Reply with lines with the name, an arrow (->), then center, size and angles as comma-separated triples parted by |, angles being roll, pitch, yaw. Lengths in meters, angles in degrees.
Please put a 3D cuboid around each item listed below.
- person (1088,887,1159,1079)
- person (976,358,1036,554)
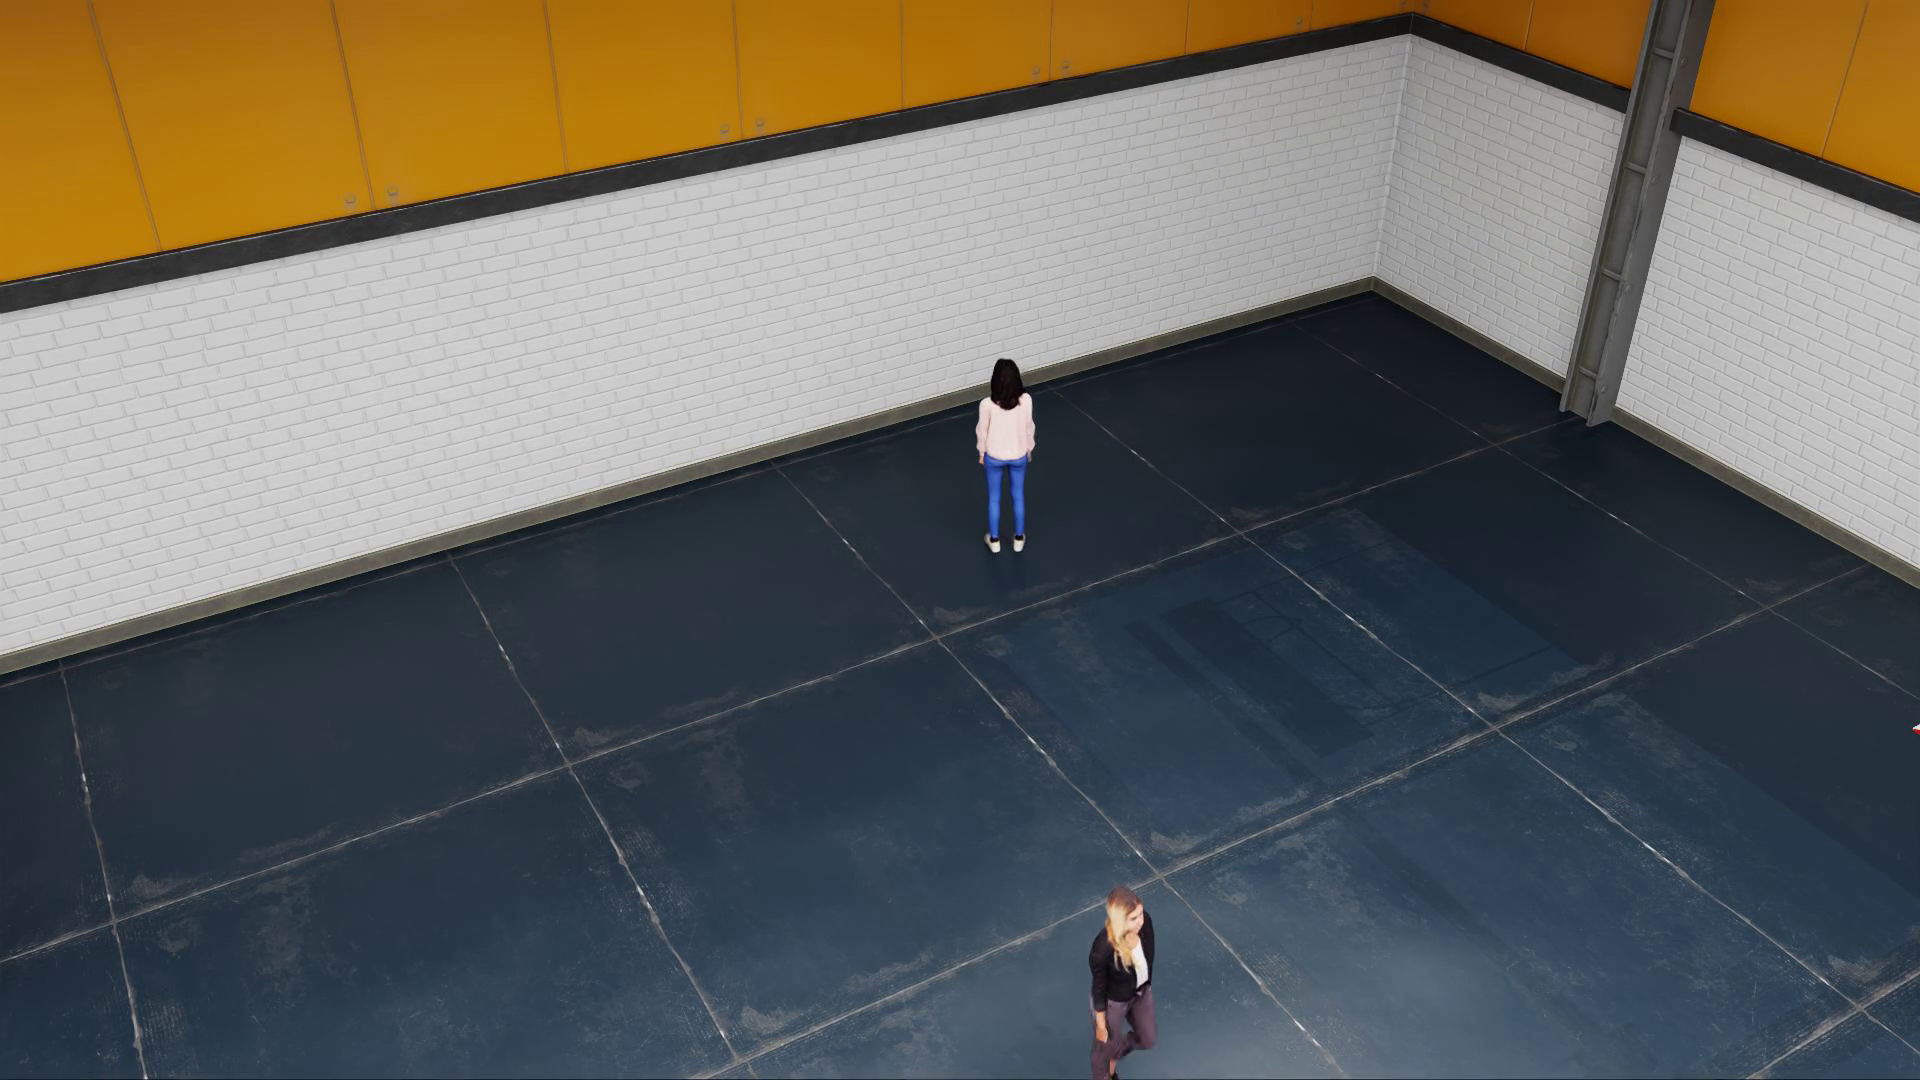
person -> 0.804, 2.458, 9.025 | 0.664, 1.664, 0.649 | -27, 42, -34
person -> 0.379, -0.682, 13.654 | 0.724, 1.770, 0.706 | -2, 34, -3
